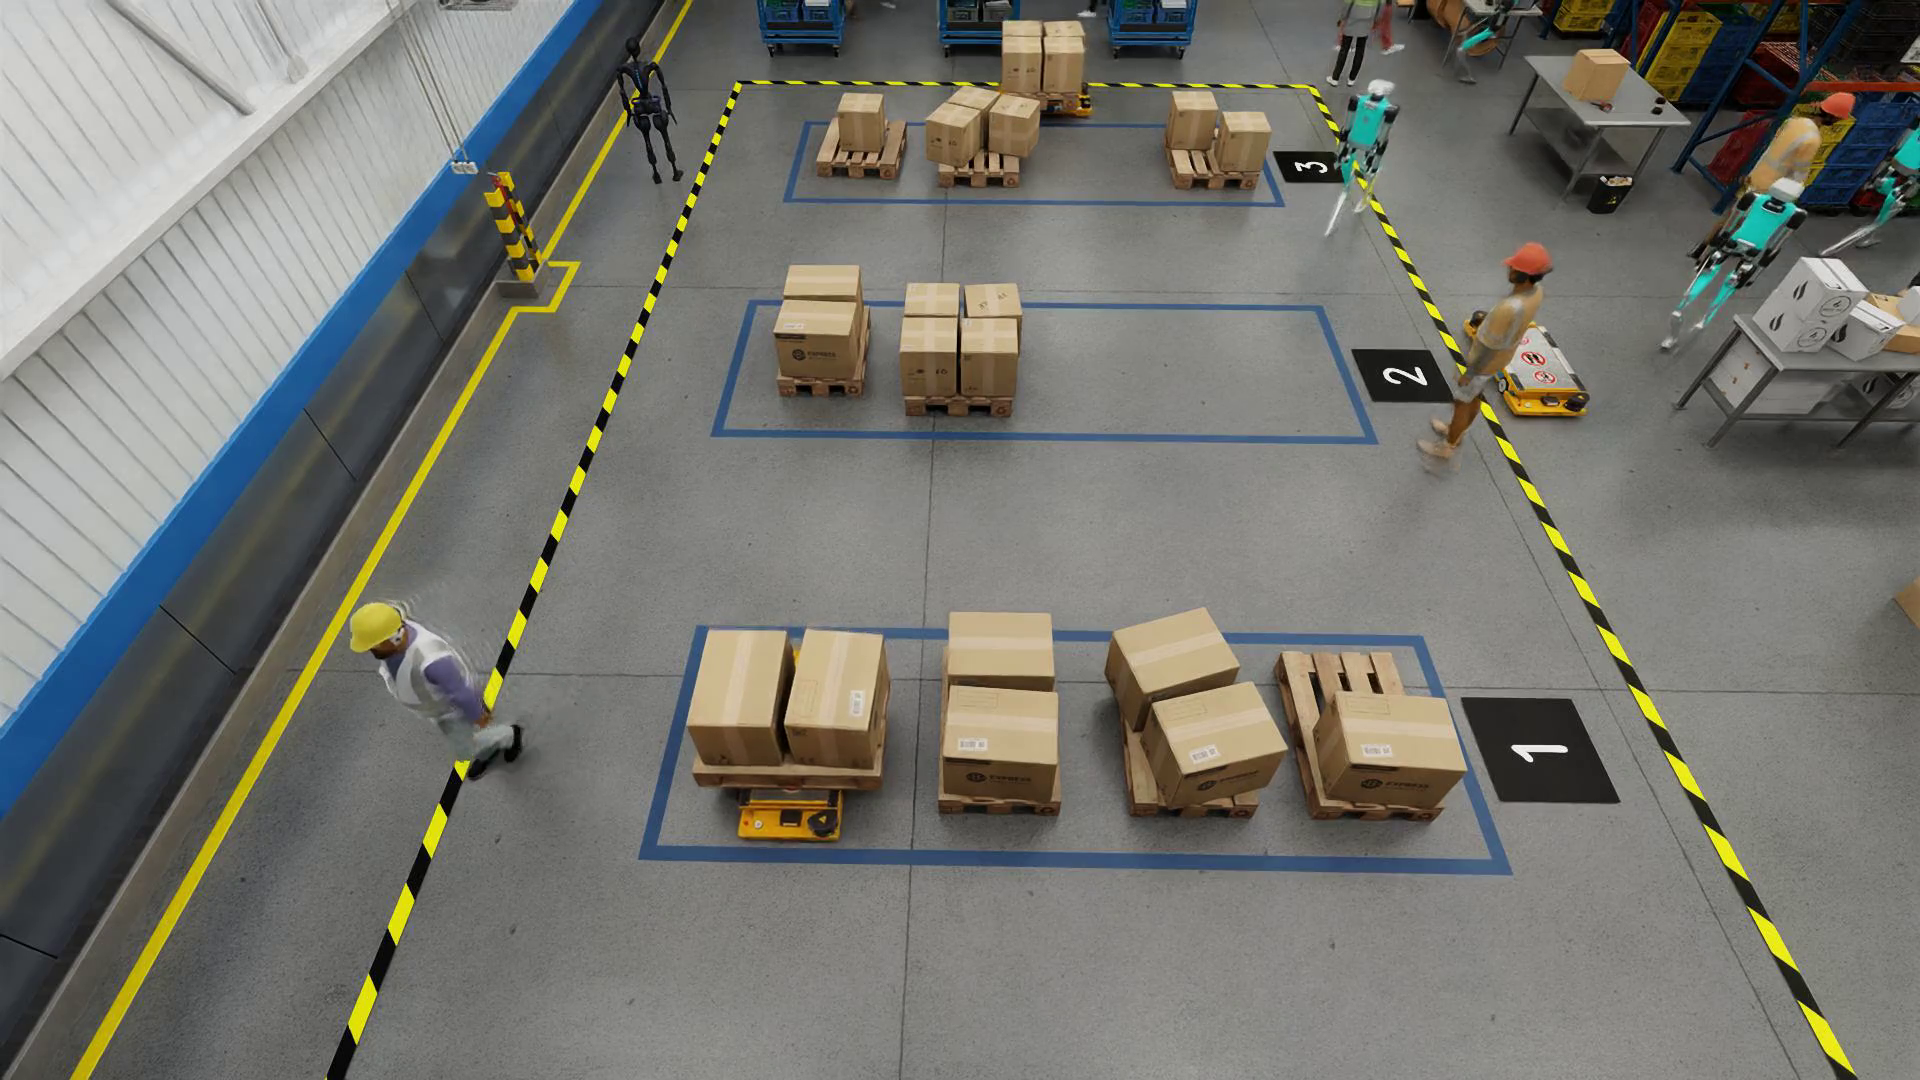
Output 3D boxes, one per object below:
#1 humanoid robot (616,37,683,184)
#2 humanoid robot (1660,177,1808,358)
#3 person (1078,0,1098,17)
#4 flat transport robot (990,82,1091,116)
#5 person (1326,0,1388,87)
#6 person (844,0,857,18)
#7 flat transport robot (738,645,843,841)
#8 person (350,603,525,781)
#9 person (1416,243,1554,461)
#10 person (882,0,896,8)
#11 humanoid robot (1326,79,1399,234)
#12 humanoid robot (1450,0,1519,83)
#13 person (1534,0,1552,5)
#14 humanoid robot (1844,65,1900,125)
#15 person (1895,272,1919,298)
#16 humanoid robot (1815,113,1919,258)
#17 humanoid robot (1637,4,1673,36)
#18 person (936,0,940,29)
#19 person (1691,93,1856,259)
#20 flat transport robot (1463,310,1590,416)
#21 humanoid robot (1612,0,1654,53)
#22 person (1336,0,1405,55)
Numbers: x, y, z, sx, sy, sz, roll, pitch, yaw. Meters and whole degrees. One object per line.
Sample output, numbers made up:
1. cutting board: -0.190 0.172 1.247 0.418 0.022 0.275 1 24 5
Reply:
1. humanoid robot: -3.763 -5.167 11.066 0.599 1.655 0.315 -8 50 -7
2. humanoid robot: 7.214 -2.449 8.746 0.716 1.893 0.540 -36 58 -27
3. person: 2.376 -9.292 14.547 0.745 1.835 0.539 11 50 9
4. flat transport robot: 1.112 -6.215 12.894 1.431 0.197 0.652 1 49 1
5. person: 5.610 -7.350 12.851 0.586 1.848 0.393 3 49 2
6. person: -2.099 -9.367 14.501 0.908 2.006 0.615 17 51 14
7. flat transport robot: -1.099 1.352 6.344 0.652 0.197 1.431 1 49 1
8. person: -3.216 0.973 5.665 0.615 1.815 0.431 24 53 20
9. person: 4.399 -1.541 7.696 0.613 2.040 0.388 -35 58 -26
10. person: -1.366 -9.696 14.984 0.702 1.691 0.562 13 50 11
11. humanoid robot: 4.635 -4.406 10.410 0.532 1.778 1.015 34 57 26
12. humanoid robot: 7.389 -7.301 12.957 0.762 1.897 0.544 19 52 16
13. person: 9.940 -9.761 14.957 0.774 1.812 0.645 2 49 2
14. humanoid robot: 11.934 -6.074 11.875 0.664 1.633 0.604 -4 49 -3
15. person: 10.369 -3.173 9.246 0.337 1.838 0.505 -31 56 -24
16. humanoid robot: 10.284 -3.851 9.927 1.031 1.762 0.543 -7 50 -6
17. humanoid robot: 10.062 -7.546 13.135 0.442 1.650 0.612 -1 49 -1
18. person: -0.216 -8.963 14.232 0.517 1.873 0.328 12 50 10
19. person: 8.683 -3.780 9.721 0.737 1.901 0.548 15 51 13
20. flat transport robot: 5.573 -1.757 9.054 0.659 0.231 1.431 1 49 1
21. humanoid robot: 9.997 -7.890 13.443 0.459 1.646 0.586 -2 49 -2
22. person: 6.307 -8.154 13.532 0.983 1.867 0.584 22 53 18
